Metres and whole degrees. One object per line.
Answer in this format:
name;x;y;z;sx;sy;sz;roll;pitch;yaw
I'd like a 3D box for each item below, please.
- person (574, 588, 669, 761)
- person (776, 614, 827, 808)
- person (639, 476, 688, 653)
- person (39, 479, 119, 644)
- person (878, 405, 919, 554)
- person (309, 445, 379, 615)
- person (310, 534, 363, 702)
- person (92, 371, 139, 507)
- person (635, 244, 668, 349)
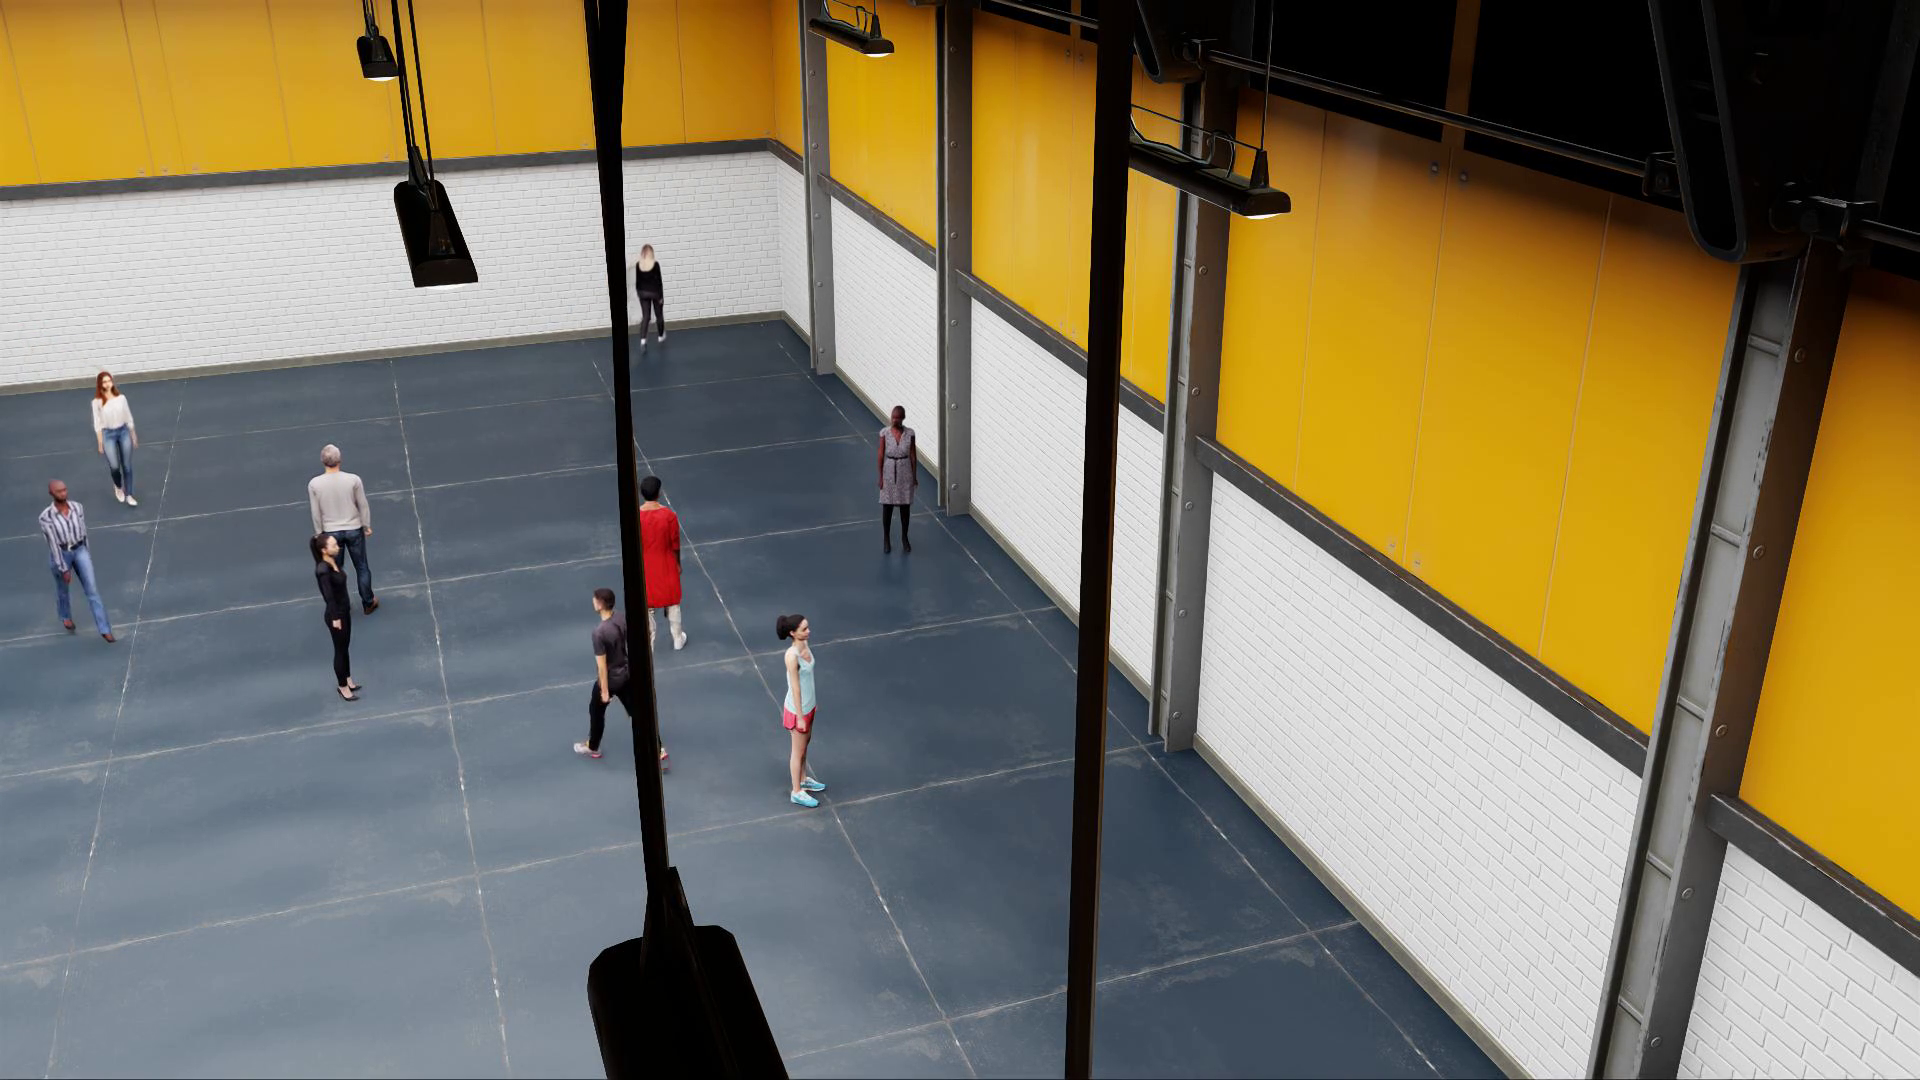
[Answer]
person;-2.999;1.258;14.801;1.208;1.723;1.177;9;25;20
person;-1.366;1.442;14.329;0.751;1.765;0.671;4;24;9
person;-3.081;0.241;16.928;0.733;1.884;0.679;-3;24;-6
person;-9.231;0.228;17.144;1.250;1.736;1.050;16;28;32
person;-0.722;-0.717;19.241;0.658;1.788;0.595;-3;24;-8
person;-6.547;-0.093;17.659;0.719;1.911;0.605;-8;25;-17
person;-5.995;0.730;16.023;0.668;1.712;0.488;-4;24;-8
person;-10.479;-1.274;20.594;0.709;1.723;0.747;-20;30;-38
person;-4.989;-3.870;26.621;0.944;1.653;1.151;3;24;7
